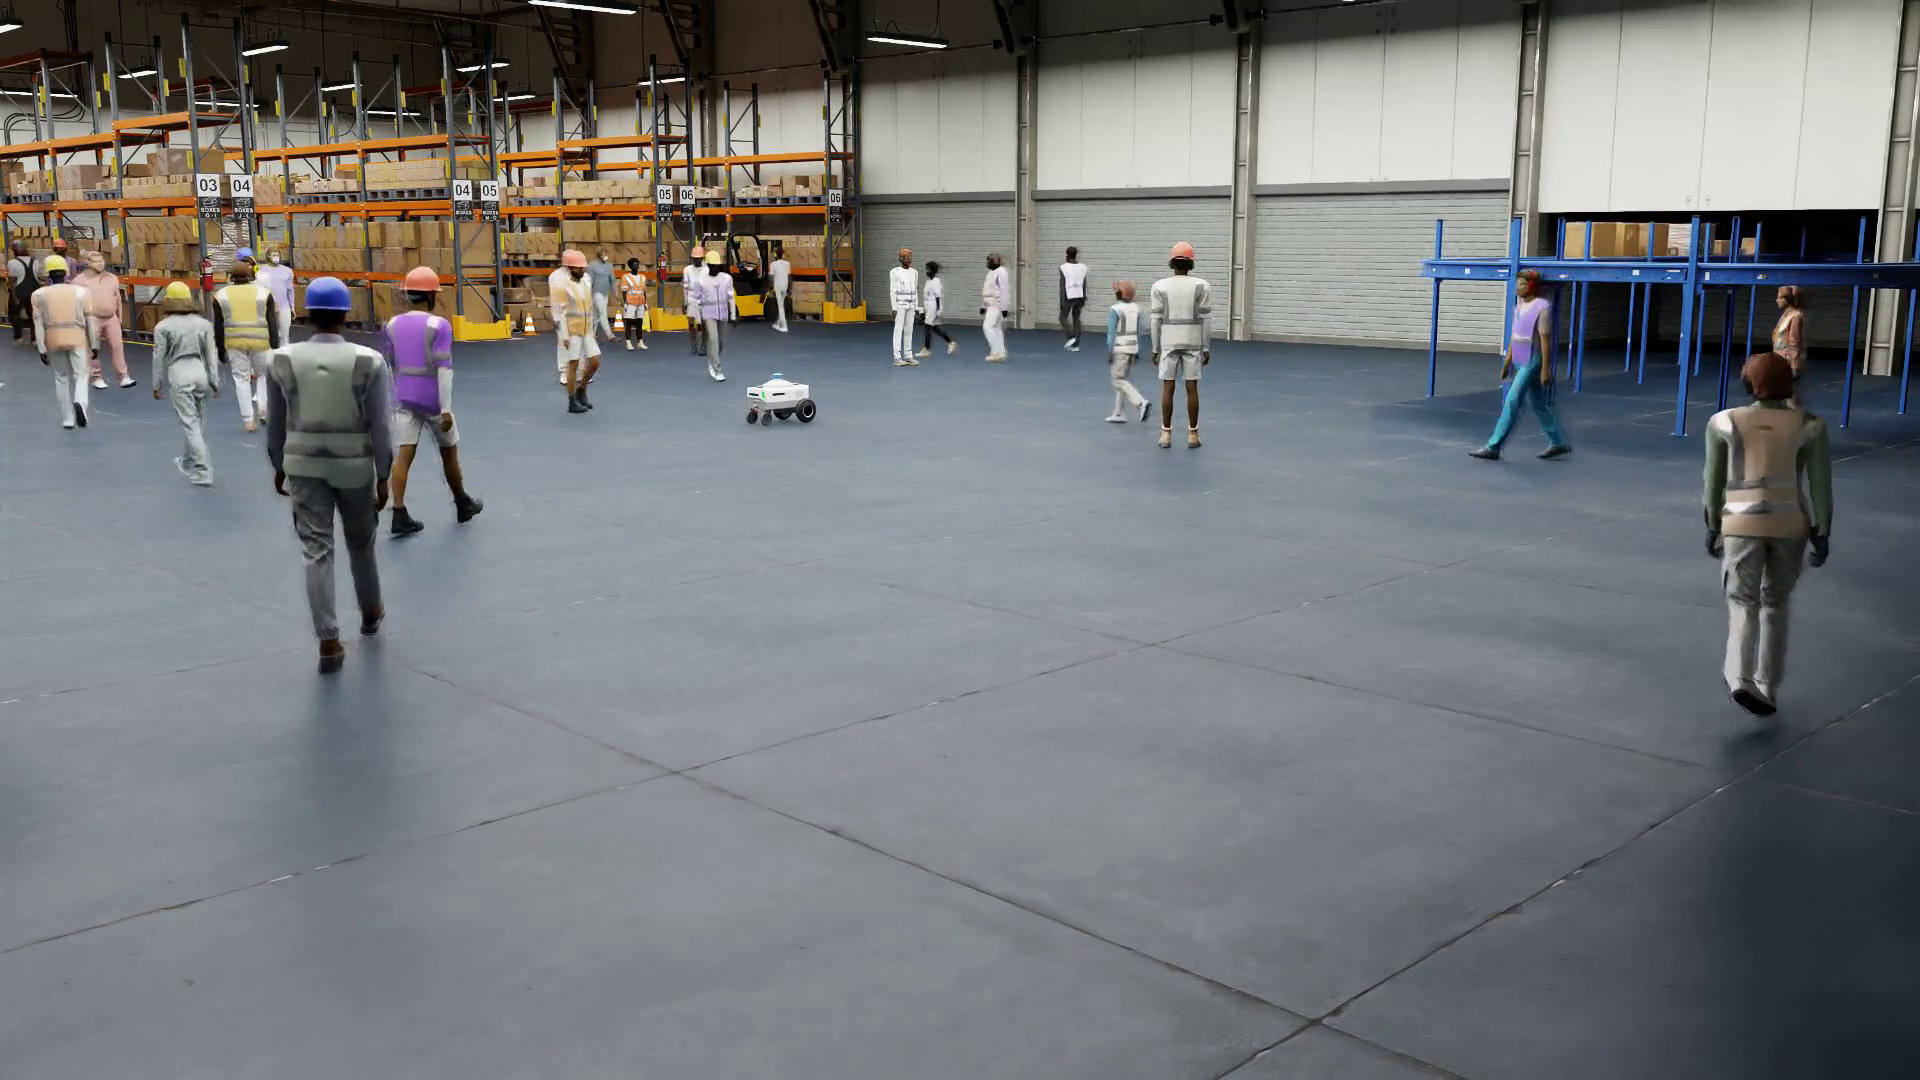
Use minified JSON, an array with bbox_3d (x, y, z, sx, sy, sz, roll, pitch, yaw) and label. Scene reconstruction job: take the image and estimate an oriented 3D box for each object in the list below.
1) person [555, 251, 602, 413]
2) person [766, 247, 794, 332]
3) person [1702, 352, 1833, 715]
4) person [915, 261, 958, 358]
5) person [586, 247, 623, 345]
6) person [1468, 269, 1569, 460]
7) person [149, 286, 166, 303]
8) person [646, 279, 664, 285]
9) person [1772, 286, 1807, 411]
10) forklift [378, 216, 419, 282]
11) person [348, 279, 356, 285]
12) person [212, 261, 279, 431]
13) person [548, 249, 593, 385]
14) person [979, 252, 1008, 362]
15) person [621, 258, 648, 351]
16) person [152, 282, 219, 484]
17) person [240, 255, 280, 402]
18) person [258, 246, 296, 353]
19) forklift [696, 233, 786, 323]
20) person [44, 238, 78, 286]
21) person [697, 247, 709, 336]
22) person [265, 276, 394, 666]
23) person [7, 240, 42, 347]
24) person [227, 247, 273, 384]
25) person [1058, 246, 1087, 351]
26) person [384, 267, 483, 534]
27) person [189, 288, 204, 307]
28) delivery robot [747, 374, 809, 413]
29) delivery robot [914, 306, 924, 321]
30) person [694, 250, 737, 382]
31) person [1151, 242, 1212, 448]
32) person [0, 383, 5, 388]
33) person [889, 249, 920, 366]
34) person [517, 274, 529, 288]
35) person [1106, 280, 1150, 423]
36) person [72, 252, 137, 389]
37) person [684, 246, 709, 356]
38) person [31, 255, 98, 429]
[{"bbox_3d":[-4.574,-2.485,19.903,0.433,1.919,0.566,7,12,32],"label":"person"},{"bbox_3d":[-4.034,-5.525,36.706,0.560,1.833,0.887,-8,13,-37],"label":"person"},{"bbox_3d":[3.560,-0.021,7.337,0.518,1.601,0.672,3,11,15],"label":"person"},{"bbox_3d":[-0.405,-4.023,28.969,0.757,1.674,0.537,-3,11,-16],"label":"person"},{"bbox_3d":[-6.901,-4.712,32.161,1.020,1.875,0.632,6,12,28],"label":"person"},{"bbox_3d":[5.358,-1.651,15.715,0.988,1.796,0.589,0,10,-2],"label":"person"},{"bbox_3d":[-21.890,-7.115,45.478,0.626,1.811,0.805,3,11,17],"label":"person"},{"bbox_3d":[-8.102,-6.787,43.876,0.867,1.724,0.542,6,12,28],"label":"person"},{"bbox_3d":[8.042,-1.693,16.413,0.775,1.604,0.550,3,11,17],"label":"person"},{"bbox_3d":[-17.868,-9.201,54.028,1.873,2.768,1.129,-10,14,-44],"label":"forklift"},{"bbox_3d":[-18.261,-7.885,49.645,0.588,1.809,0.630,-5,11,-25],"label":"person"},{"bbox_3d":[-7.764,-2.110,18.115,0.660,1.825,0.465,-4,11,-19],"label":"person"},{"bbox_3d":[-5.545,-3.194,23.809,0.643,1.909,0.410,-10,15,-44],"label":"person"},{"bbox_3d":[0.538,-3.894,27.857,0.545,1.823,0.625,-2,11,-10],"label":"person"},{"bbox_3d":[-6.007,-4.357,30.727,0.534,1.697,0.318,-10,15,-44],"label":"person"},{"bbox_3d":[-6.714,-1.358,14.321,0.848,1.701,0.508,8,13,37],"label":"person"},{"bbox_3d":[-9.000,-2.676,21.135,0.565,1.845,0.603,4,11,22],"label":"person"},{"bbox_3d":[-10.722,-3.627,26.084,0.631,1.940,0.372,-10,15,-44],"label":"person"},{"bbox_3d":[-5.496,-6.489,41.108,2.313,2.155,1.214,-10,14,-44],"label":"forklift"},{"bbox_3d":[-18.148,-5.070,33.656,0.608,2.048,0.364,-10,15,-44],"label":"person"},{"bbox_3d":[-5.450,-5.234,35.055,0.544,1.866,0.594,-4,11,-19],"label":"person"},{"bbox_3d":[-3.181,-0.374,8.438,0.618,1.891,0.986,-3,11,-14],"label":"person"},{"bbox_3d":[-17.908,-4.697,31.755,0.654,2.000,0.698,5,12,27],"label":"person"},{"bbox_3d":[-10.188,-3.224,23.882,0.634,1.935,0.439,-8,13,-37],"label":"person"},{"bbox_3d":[2.070,-4.440,30.618,0.605,1.906,0.444,-5,12,-27],"label":"person"},{"bbox_3d":[-3.854,-1.017,12.001,0.565,1.883,0.984,3,11,17],"label":"person"},{"bbox_3d":[-17.931,-5.918,38.984,0.584,1.799,0.886,-7,13,-35],"label":"person"},{"bbox_3d":[-2.072,-1.650,18.940,0.707,0.478,0.477,-10,14,-44],"label":"delivery robot"},{"bbox_3d":[-1.207,-5.436,39.584,0.707,0.478,0.477,-10,14,-44],"label":"delivery robot"},{"bbox_3d":[-3.631,-3.311,24.493,0.585,1.899,0.902,-6,12,-29],"label":"person"},{"bbox_3d":[2.209,-1.955,16.684,0.607,2.044,0.371,1,10,6],"label":"person"},{"bbox_3d":[-13.436,-2.881,22.363,0.950,1.806,0.645,2,11,12],"label":"person"},{"bbox_3d":[-0.894,-3.795,27.157,0.575,1.882,0.355,-10,15,-44],"label":"person"},{"bbox_3d":[-12.270,-7.386,46.534,0.608,1.960,0.932,-9,14,-41],"label":"person"},{"bbox_3d":[1.889,-2.101,18.655,0.646,1.623,0.520,10,14,42],"label":"person"},{"bbox_3d":[-11.743,-3.001,22.832,0.907,1.871,0.677,8,13,38],"label":"person"},{"bbox_3d":[-4.594,-4.187,29.192,0.565,1.911,0.742,1,10,5],"label":"person"},{"bbox_3d":[-9.745,-2.151,18.128,0.599,1.905,0.747,-5,11,-25],"label":"person"}]
